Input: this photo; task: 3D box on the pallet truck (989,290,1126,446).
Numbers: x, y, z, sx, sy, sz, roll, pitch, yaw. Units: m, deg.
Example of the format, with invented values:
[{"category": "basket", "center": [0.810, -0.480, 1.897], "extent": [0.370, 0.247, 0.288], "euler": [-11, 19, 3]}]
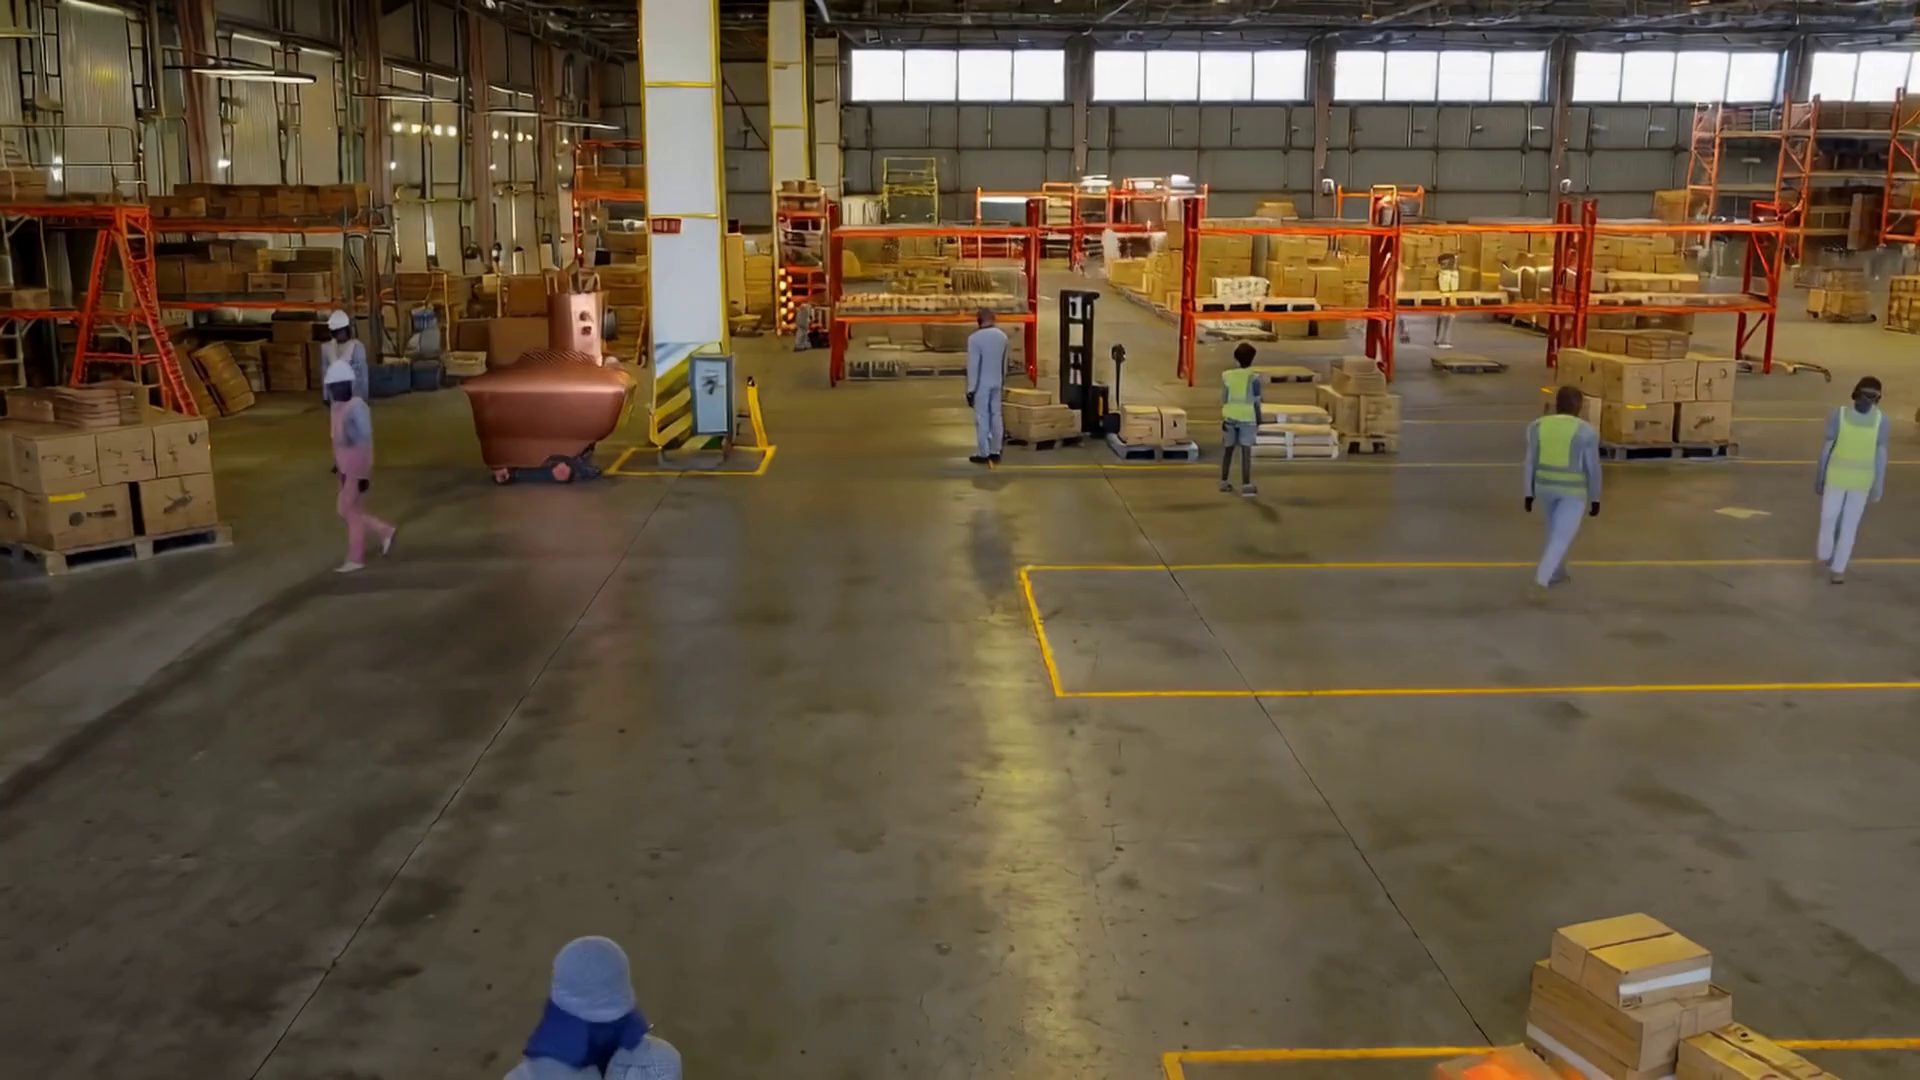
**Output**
[{"category": "pallet truck", "center": [1.257, -2.299, 22.111], "extent": [1.885, 1.965, 0.823], "euler": [-9, 15, -35]}]

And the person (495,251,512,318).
[{"category": "person", "center": [-11.234, -6.262, 40.843], "extent": [0.323, 1.631, 0.523], "euler": [-10, 16, -39]}]

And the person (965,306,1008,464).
[{"category": "person", "center": [0.317, -1.900, 20.446], "extent": [0.637, 1.936, 0.355], "euler": [-12, 17, -43]}]

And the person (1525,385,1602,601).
[{"category": "person", "center": [5.033, -0.398, 13.963], "extent": [0.879, 1.812, 0.635], "euler": [-12, 17, -43]}]

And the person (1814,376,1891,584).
[{"category": "person", "center": [7.731, -0.515, 14.436], "extent": [0.530, 1.828, 0.376], "euler": [5, 14, 22]}]

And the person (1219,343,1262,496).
[{"category": "person", "center": [3.127, -1.346, 18.518], "extent": [0.533, 1.690, 0.321], "euler": [12, 17, 43]}]

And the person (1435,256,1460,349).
[{"category": "person", "center": [9.916, -4.819, 33.779], "extent": [0.355, 1.876, 0.574], "euler": [-5, 13, -21]}]

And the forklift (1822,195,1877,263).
[{"category": "forklift", "center": [28.898, -9.692, 53.480], "extent": [1.873, 2.768, 1.129], "euler": [0, 12, -2]}]

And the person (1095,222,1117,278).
[{"category": "person", "center": [5.039, -9.817, 56.334], "extent": [1.028, 1.889, 0.631], "euler": [-12, 17, -43]}]

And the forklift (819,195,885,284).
[{"category": "forklift", "center": [-3.467, -9.533, 52.763], "extent": [1.873, 2.768, 1.129], "euler": [-7, 14, -29]}]

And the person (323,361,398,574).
[{"category": "person", "center": [-5.410, -0.670, 14.954], "extent": [0.600, 1.910, 0.590], "euler": [-12, 17, -43]}]

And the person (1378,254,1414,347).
[{"category": "person", "center": [8.997, -4.931, 34.282], "extent": [0.984, 1.876, 0.594], "euler": [-10, 16, -39]}]

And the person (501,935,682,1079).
[{"category": "person", "center": [-0.908, 1.804, 4.174], "extent": [0.498, 1.745, 0.321], "euler": [-7, 14, -28]}]

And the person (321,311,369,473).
[{"category": "person", "center": [-7.295, -1.747, 19.753], "extent": [0.547, 1.938, 0.379], "euler": [0, 12, 1]}]
